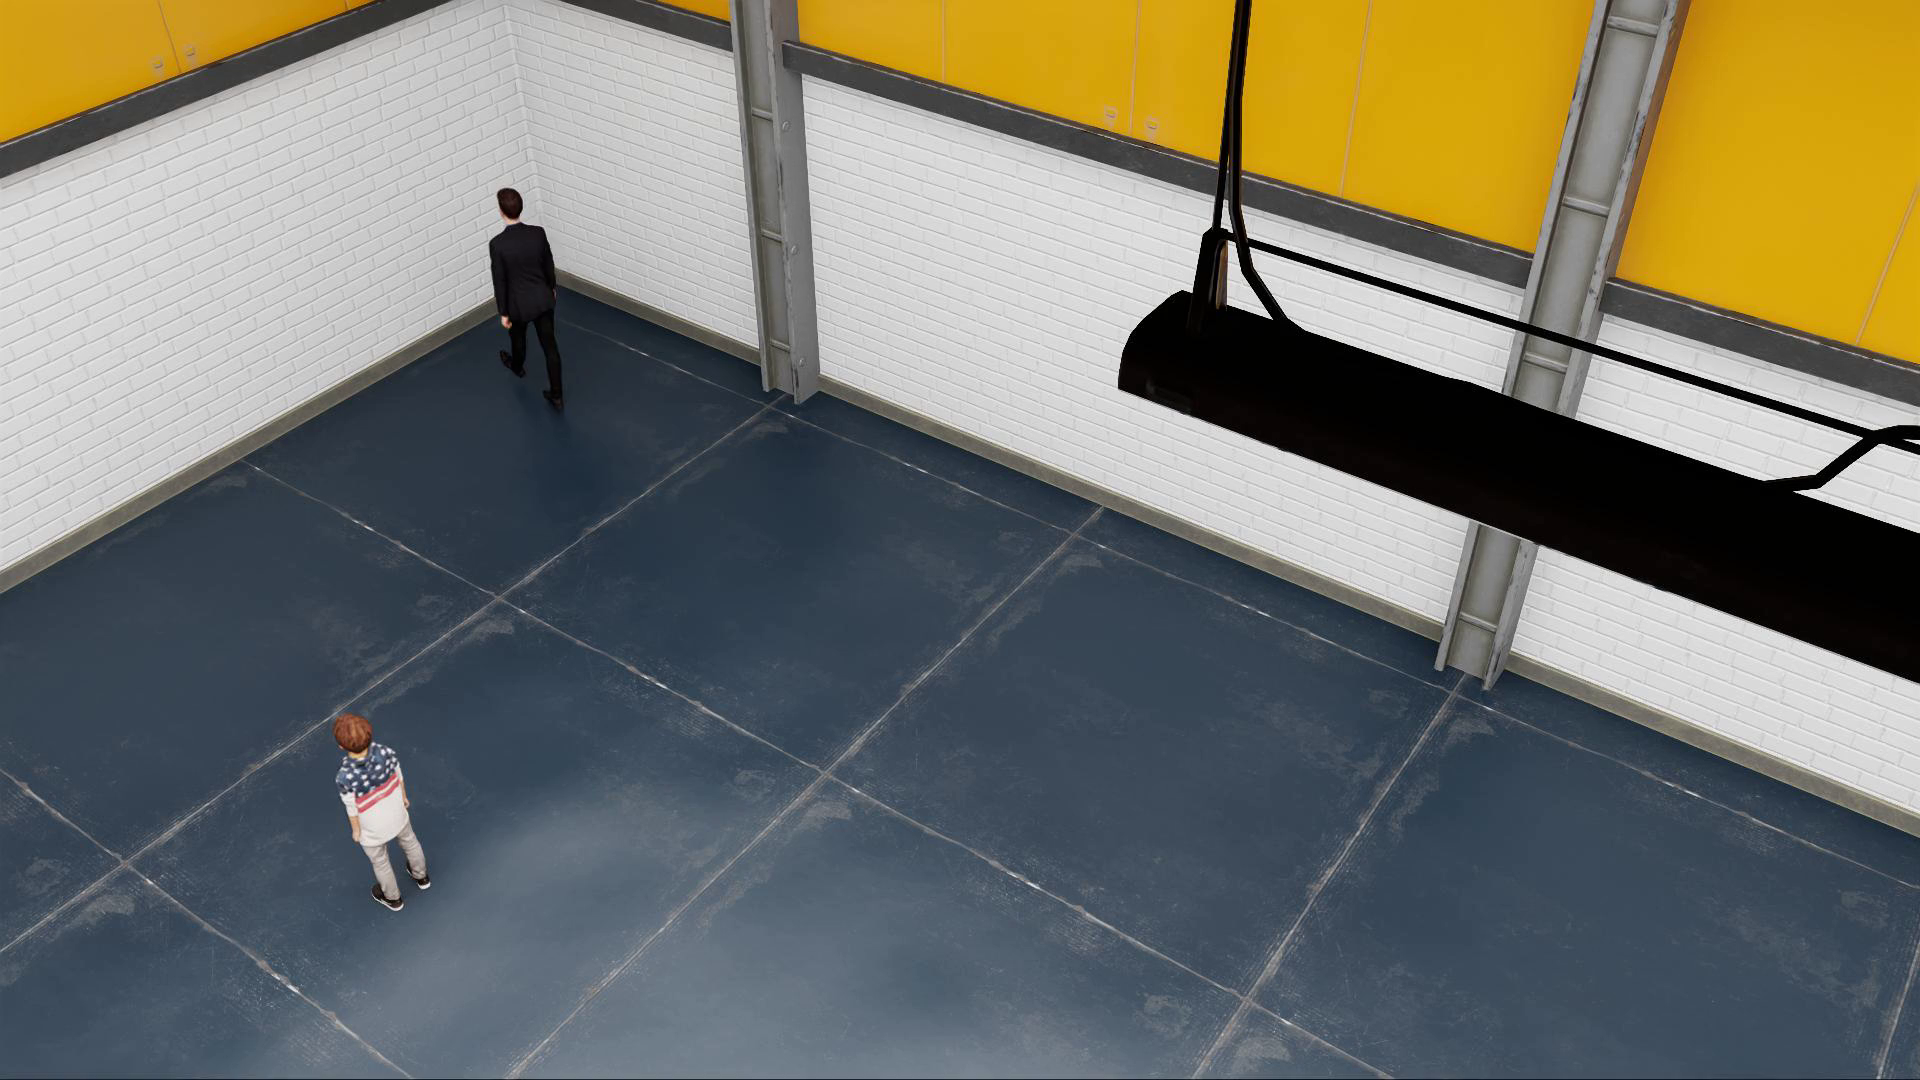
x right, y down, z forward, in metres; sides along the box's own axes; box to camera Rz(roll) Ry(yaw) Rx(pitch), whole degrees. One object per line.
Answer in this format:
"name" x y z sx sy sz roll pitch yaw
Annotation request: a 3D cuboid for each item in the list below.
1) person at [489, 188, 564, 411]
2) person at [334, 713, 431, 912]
"person" -3.420 -1.877 13.340 0.968 1.852 1.226 -25 45 -28
"person" -3.293 1.523 9.414 0.502 1.439 0.528 27 46 30
